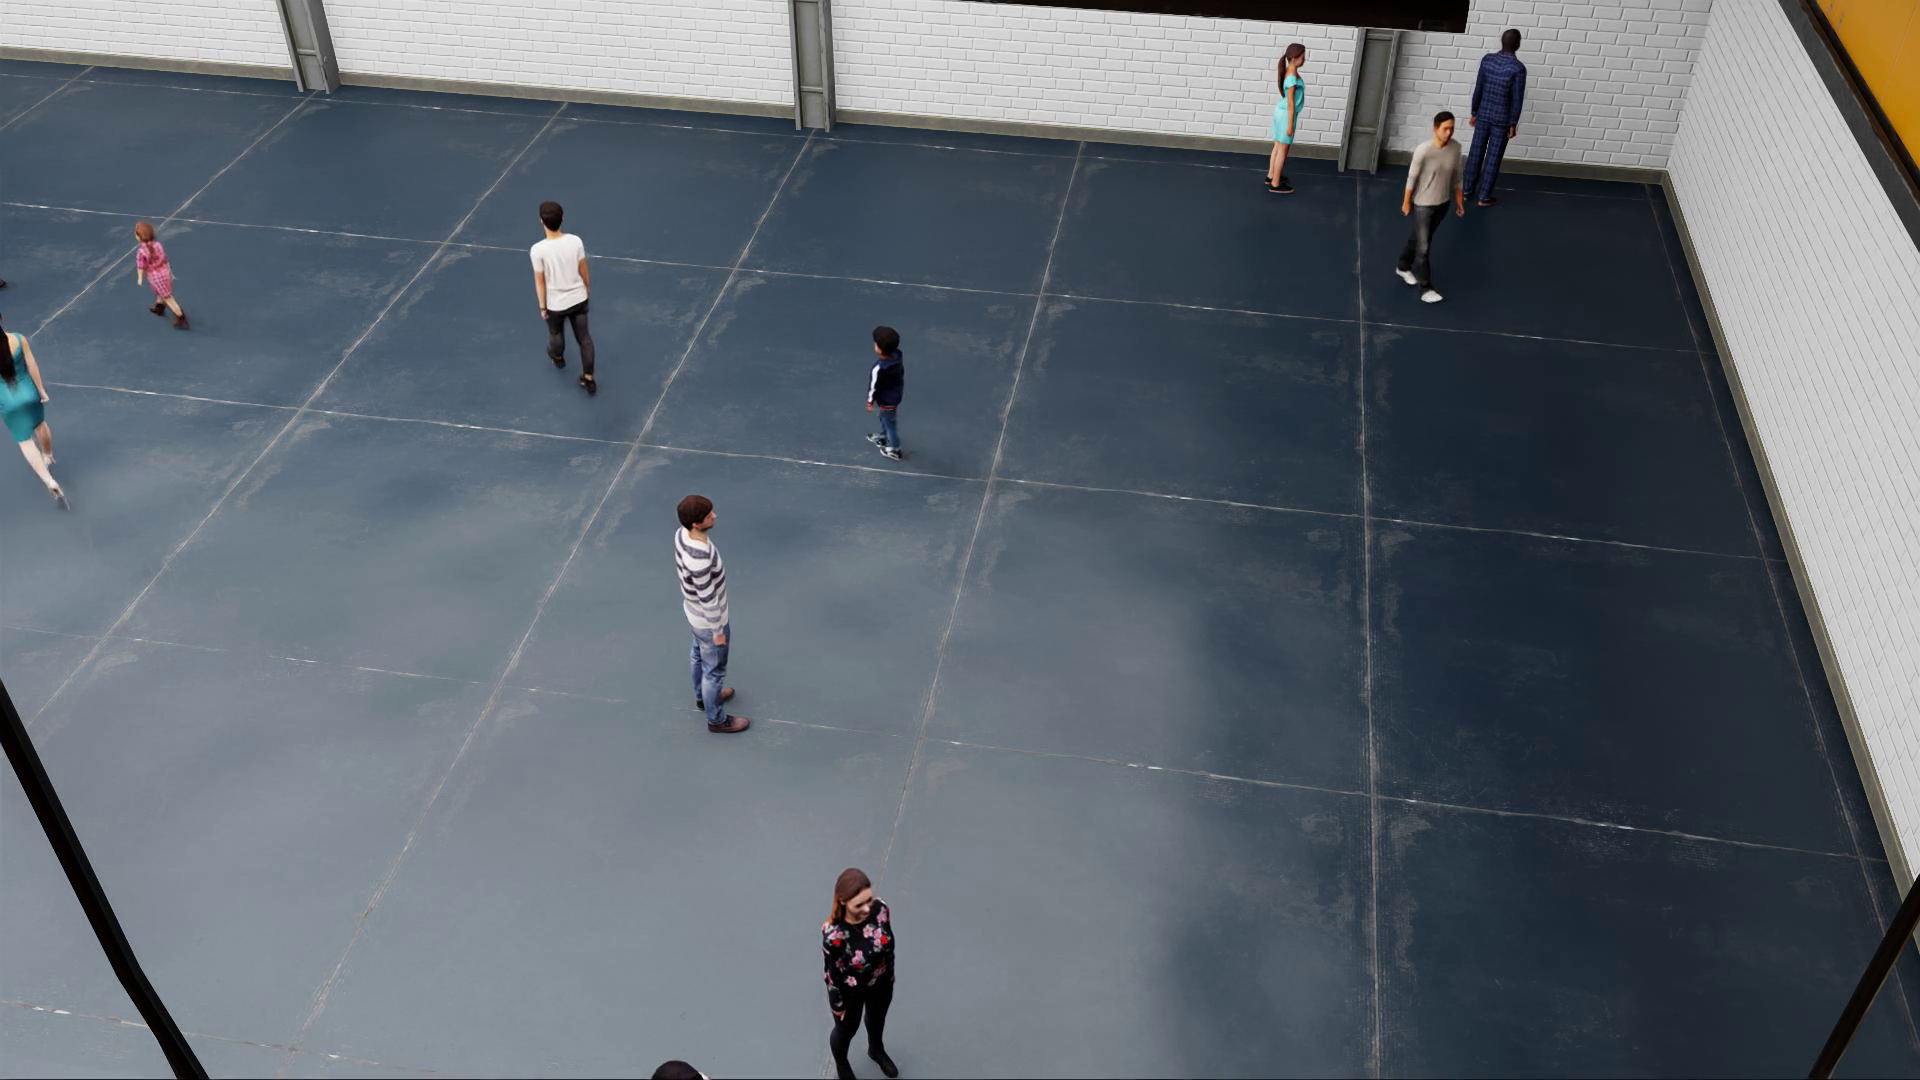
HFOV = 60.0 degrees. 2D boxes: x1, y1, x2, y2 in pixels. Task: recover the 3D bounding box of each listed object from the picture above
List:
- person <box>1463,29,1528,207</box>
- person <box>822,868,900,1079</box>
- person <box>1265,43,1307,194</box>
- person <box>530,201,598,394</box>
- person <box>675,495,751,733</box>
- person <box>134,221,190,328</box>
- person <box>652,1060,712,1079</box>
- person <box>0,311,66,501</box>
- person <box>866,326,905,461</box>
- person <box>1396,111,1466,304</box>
[{"bbox_3d":[5.385,-4.267,16.777,0.735,1.824,0.839,30,48,32],"label":"person"},{"bbox_3d":[-0.526,2.285,8.685,0.646,1.684,0.690,-28,46,-31],"label":"person"},{"bbox_3d":[3.355,-4.348,17.092,0.575,1.558,0.587,-1,39,-1],"label":"person"},{"bbox_3d":[-3.309,-2.013,14.060,1.046,1.691,1.077,-21,43,-24],"label":"person"},{"bbox_3d":[-1.663,0.467,10.824,0.722,1.855,0.723,-14,41,-17],"label":"person"},{"bbox_3d":[-7.250,-2.383,15.078,0.781,0.999,0.540,15,41,19],"label":"person"},{"bbox_3d":[-1.253,2.974,7.754,0.701,1.769,0.720,24,45,27],"label":"person"},{"bbox_3d":[-7.275,-1.042,12.877,0.974,1.651,1.060,-26,45,-29],"label":"person"},{"bbox_3d":[-0.538,-1.160,13.376,0.721,1.213,0.645,21,43,24],"label":"person"},{"bbox_3d":[4.311,-3.156,15.417,1.097,1.785,1.072,-15,41,-18],"label":"person"}]
